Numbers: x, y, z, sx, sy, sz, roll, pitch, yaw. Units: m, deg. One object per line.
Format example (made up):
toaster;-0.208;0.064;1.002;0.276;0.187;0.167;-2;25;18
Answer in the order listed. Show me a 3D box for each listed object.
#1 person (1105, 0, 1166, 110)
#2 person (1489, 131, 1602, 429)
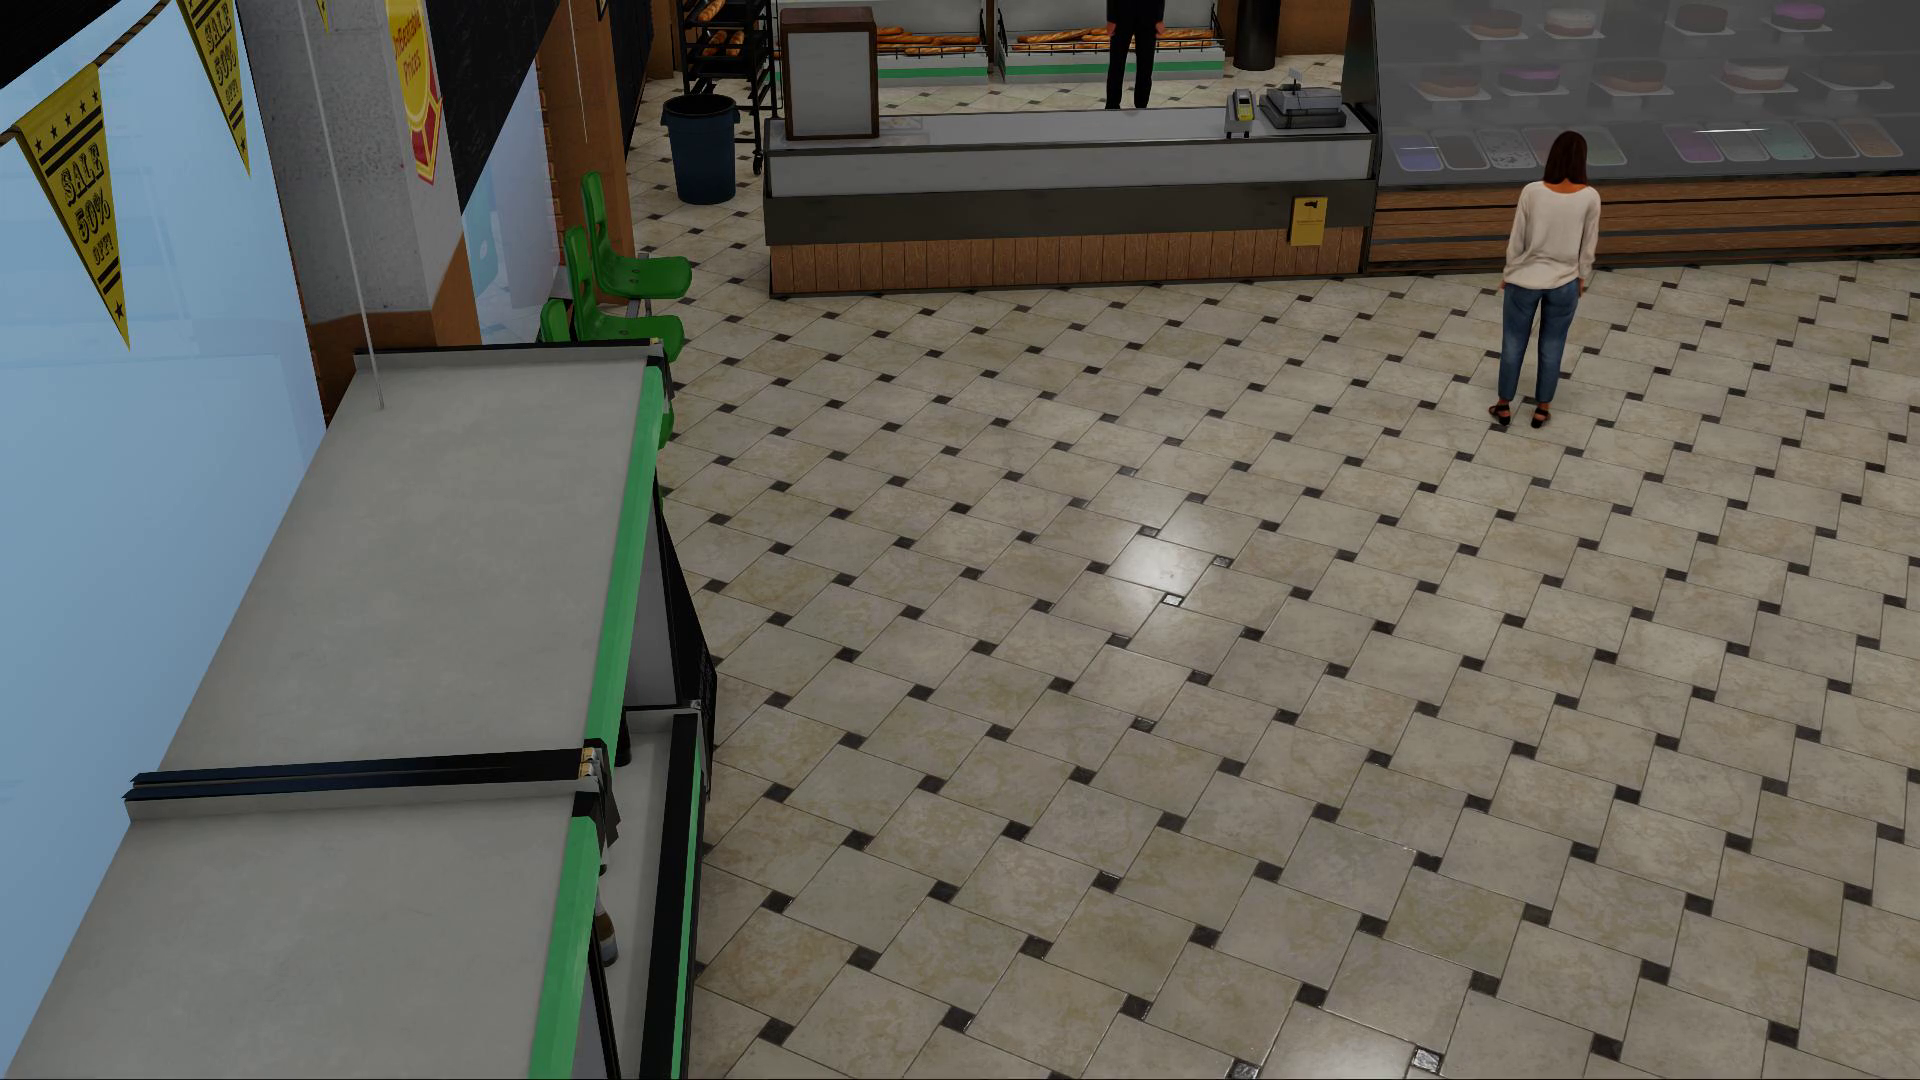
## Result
person;1.423;-4.244;13.475;0.623;1.868;0.565;-2;32;-4
person;3.189;-1.409;9.093;0.688;1.682;0.668;9;33;13
